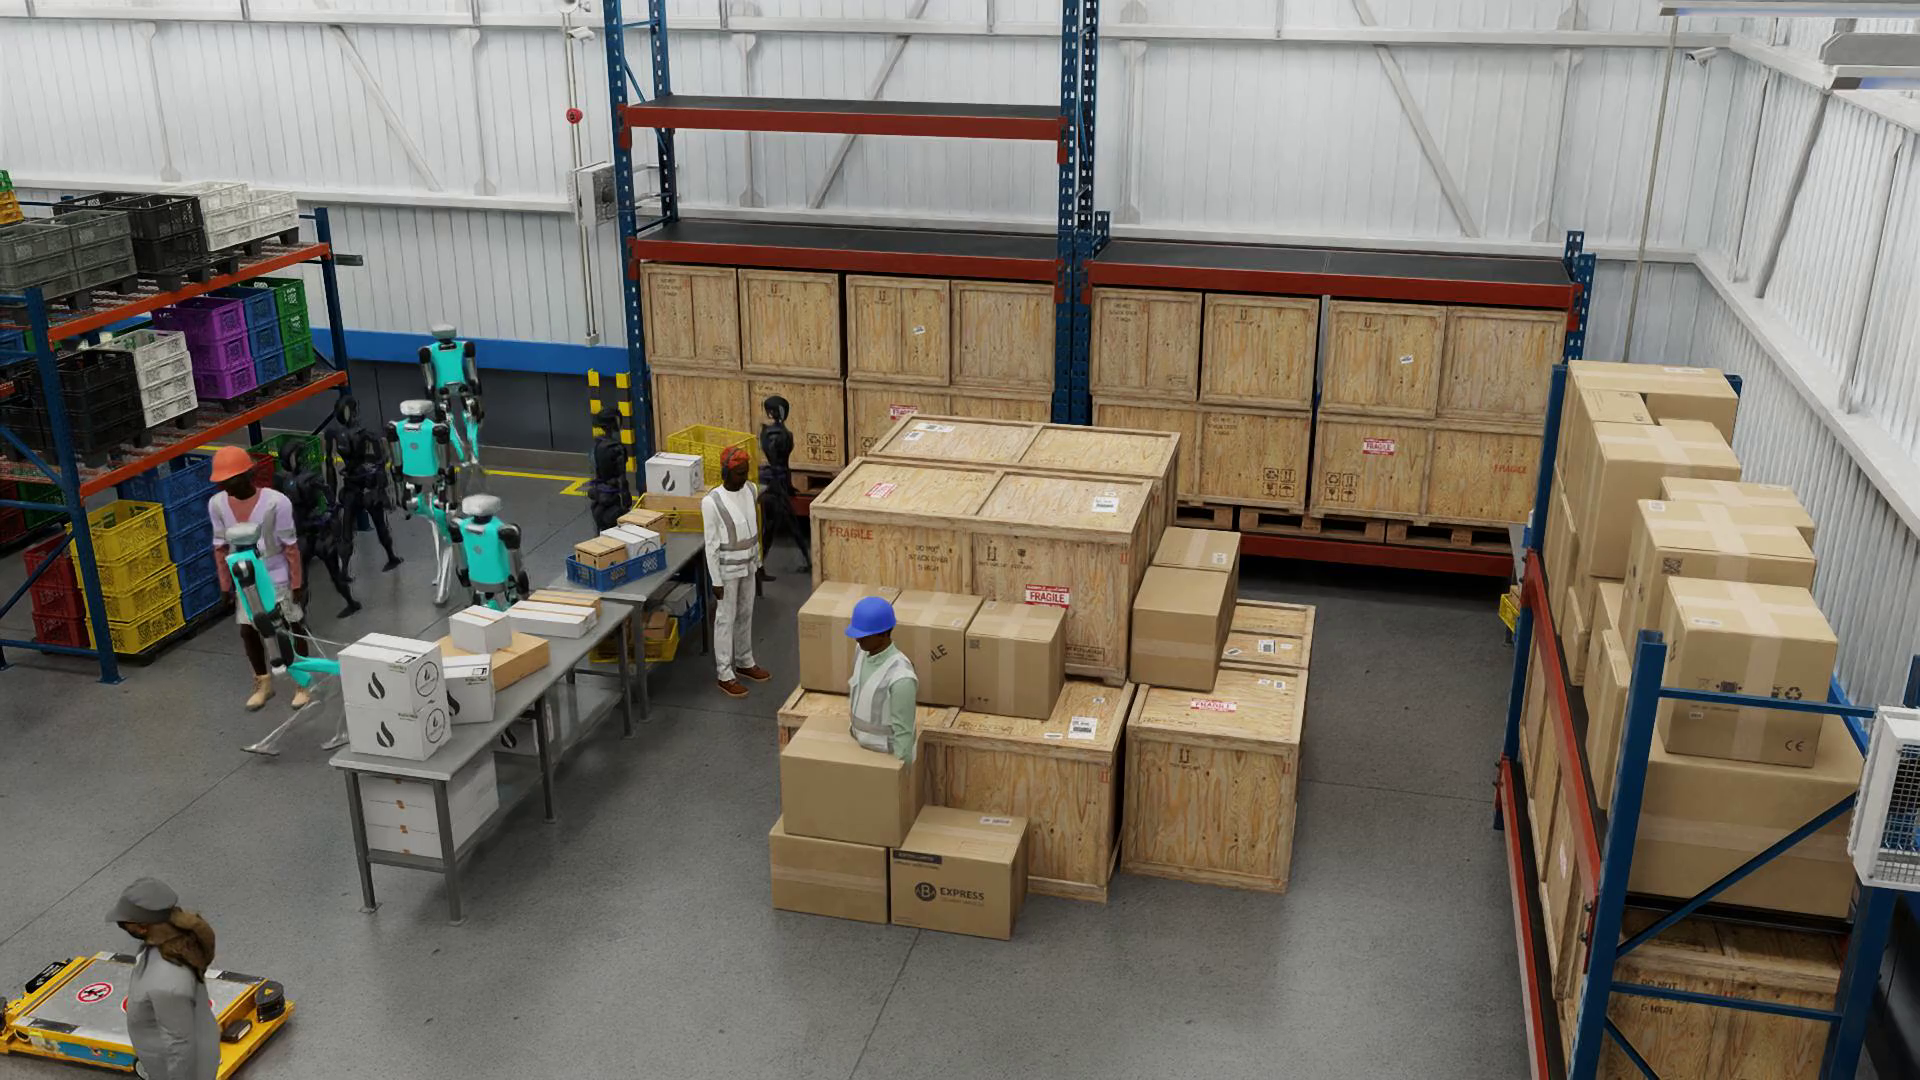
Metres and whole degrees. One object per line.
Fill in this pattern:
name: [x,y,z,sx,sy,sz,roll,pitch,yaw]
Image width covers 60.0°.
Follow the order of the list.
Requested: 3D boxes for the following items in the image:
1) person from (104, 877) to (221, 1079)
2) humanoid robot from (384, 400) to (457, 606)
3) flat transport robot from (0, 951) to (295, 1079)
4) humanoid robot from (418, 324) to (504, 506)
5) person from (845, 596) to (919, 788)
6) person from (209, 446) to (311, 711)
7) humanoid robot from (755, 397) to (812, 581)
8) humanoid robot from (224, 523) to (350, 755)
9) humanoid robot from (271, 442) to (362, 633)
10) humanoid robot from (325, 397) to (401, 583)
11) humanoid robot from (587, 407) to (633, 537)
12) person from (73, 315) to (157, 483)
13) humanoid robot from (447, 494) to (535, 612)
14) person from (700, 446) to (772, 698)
person: [-3.322,2.219,7.137,0.395,1.767,0.574,-9,23,-23]
humanoid robot: [-4.410,-0.367,13.917,0.544,1.750,0.914,2,21,4]
flat transport robot: [-4.270,2.464,8.601,1.431,0.231,0.659,5,22,13]
humanoid robot: [-4.774,-1.124,15.944,0.581,1.782,0.879,-9,23,-23]
person: [-0.453,1.210,9.546,0.412,1.939,0.602,-11,23,-26]
person: [-4.988,0.283,11.860,0.605,2.027,0.472,2,21,6]
humanoid robot: [-1.496,-0.433,14.236,0.717,1.630,0.583,0,21,1]
humanoid robot: [-4.415,0.684,11.199,0.989,1.729,0.534,-7,22,-19]
humanoid robot: [-5.160,-0.044,13.278,0.616,1.614,0.797,5,21,12]
humanoid robot: [-5.144,-0.431,14.270,0.602,1.624,0.774,5,22,13]
humanoid robot: [-2.886,-0.318,13.929,0.647,1.639,0.589,-15,26,-35]
person: [-8.598,-1.400,16.565,0.917,1.799,0.642,4,21,10]
humanoid robot: [-3.189,0.404,12.016,0.554,1.764,1.018,6,22,15]
person: [-1.639,0.217,12.213,0.356,1.887,0.572,11,24,27]
